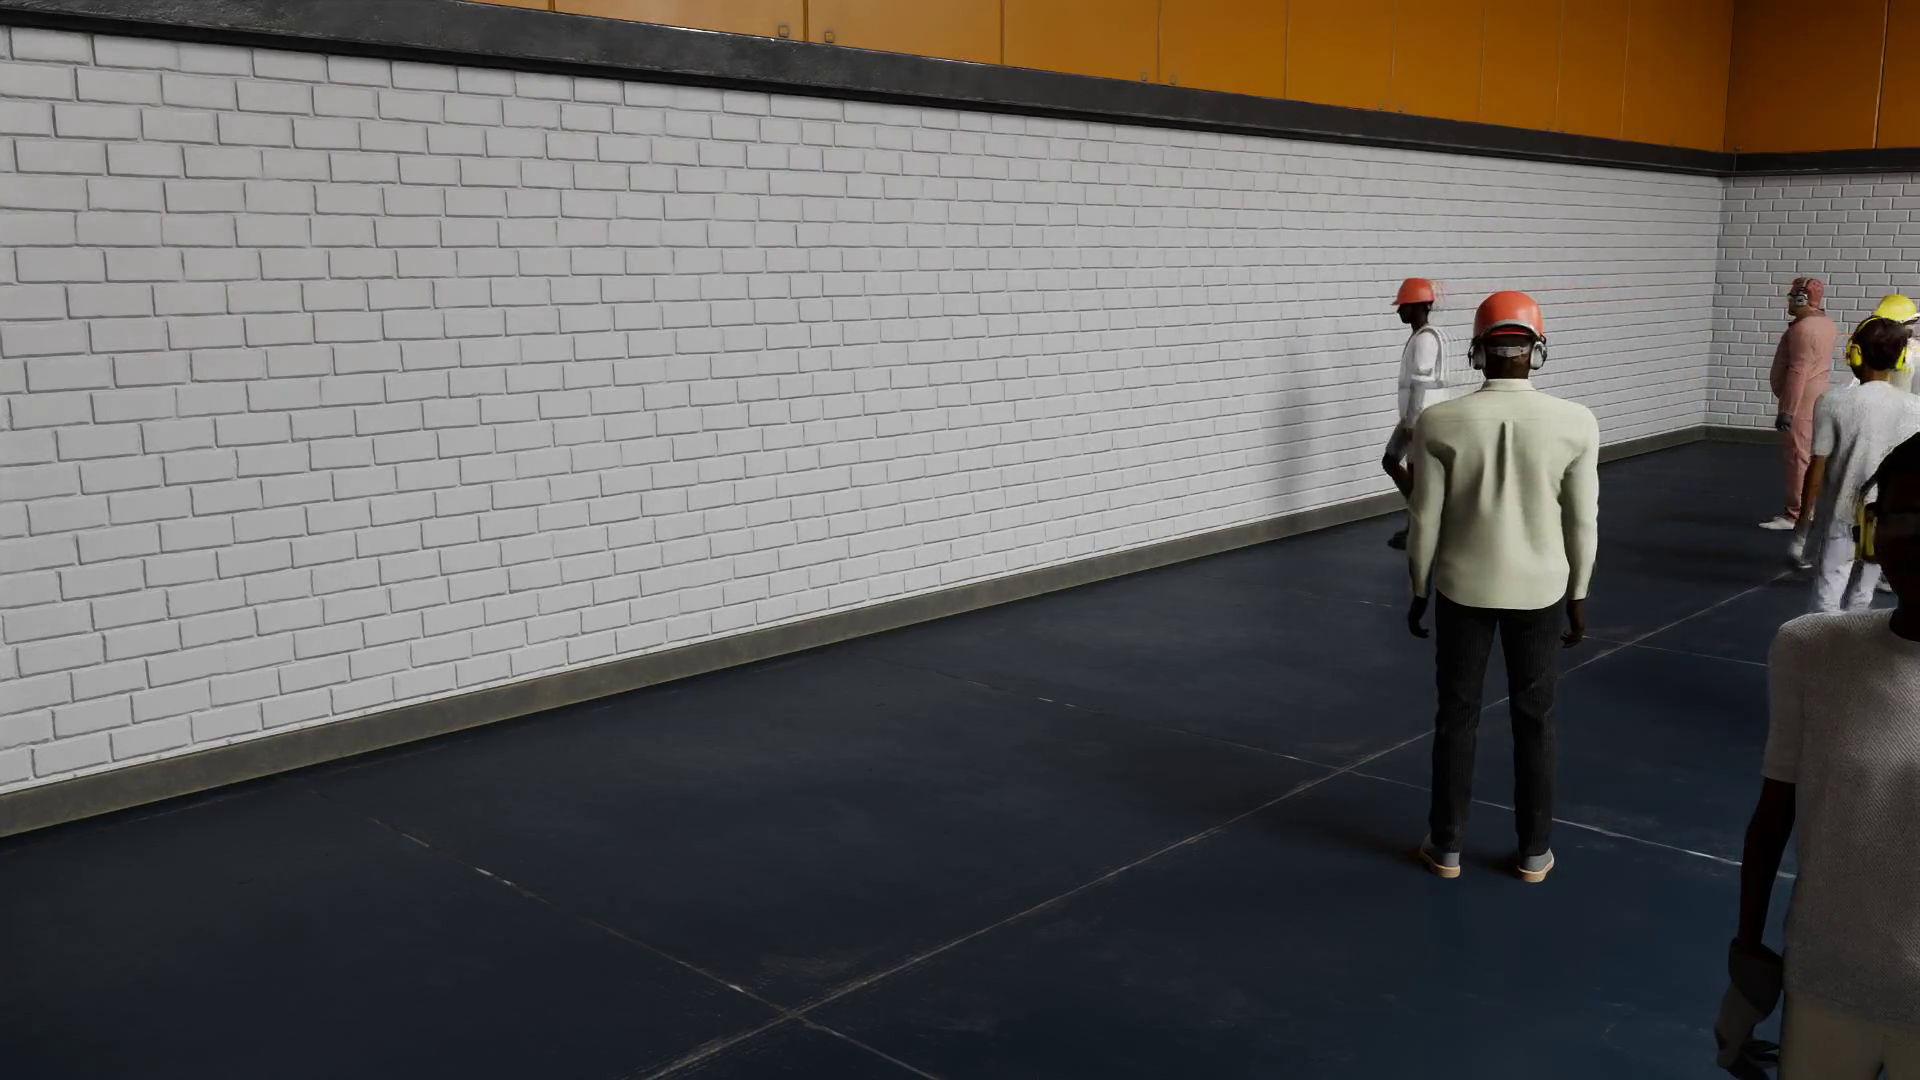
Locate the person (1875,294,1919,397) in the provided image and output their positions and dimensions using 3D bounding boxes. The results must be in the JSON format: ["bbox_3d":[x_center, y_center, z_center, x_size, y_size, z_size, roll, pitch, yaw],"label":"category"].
[{"bbox_3d":[6.053,-0.678,10.842,0.403,1.827,0.599,8,12,37],"label":"person"}]

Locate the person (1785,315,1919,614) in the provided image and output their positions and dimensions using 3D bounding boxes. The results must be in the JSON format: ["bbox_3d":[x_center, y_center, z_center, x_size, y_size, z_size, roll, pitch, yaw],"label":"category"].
[{"bbox_3d":[3.827,-0.014,7.027,0.533,1.843,0.681,-1,10,-3],"label":"person"}]

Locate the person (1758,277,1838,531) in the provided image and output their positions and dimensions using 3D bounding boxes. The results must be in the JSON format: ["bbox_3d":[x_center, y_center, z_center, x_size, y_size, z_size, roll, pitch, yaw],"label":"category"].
[{"bbox_3d":[6.327,-1.020,12.573,0.404,1.909,0.636,9,14,43],"label":"person"}]

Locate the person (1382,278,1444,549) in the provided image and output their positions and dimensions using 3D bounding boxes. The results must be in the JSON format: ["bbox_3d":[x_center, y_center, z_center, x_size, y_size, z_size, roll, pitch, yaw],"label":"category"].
[{"bbox_3d":[3.194,-0.879,11.731,0.404,1.922,0.557,2,10,10],"label":"person"}]

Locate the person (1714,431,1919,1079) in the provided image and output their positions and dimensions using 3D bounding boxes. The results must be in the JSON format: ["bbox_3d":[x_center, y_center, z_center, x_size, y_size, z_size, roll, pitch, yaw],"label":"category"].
[{"bbox_3d":[1.459,0.746,2.609,0.514,1.876,0.328,8,13,40],"label":"person"}]

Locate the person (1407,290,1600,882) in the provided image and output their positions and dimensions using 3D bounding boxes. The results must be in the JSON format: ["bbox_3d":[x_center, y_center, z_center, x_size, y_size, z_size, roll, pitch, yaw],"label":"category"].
[{"bbox_3d":[1.808,0.166,5.589,0.608,1.987,0.388,2,10,12],"label":"person"}]

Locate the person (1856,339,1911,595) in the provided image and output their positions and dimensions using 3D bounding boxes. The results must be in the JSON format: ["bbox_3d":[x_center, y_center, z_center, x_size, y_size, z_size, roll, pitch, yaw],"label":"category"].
[{"bbox_3d":[5.709,-0.463,10.252,0.677,1.611,0.507,4,11,24],"label":"person"}]
